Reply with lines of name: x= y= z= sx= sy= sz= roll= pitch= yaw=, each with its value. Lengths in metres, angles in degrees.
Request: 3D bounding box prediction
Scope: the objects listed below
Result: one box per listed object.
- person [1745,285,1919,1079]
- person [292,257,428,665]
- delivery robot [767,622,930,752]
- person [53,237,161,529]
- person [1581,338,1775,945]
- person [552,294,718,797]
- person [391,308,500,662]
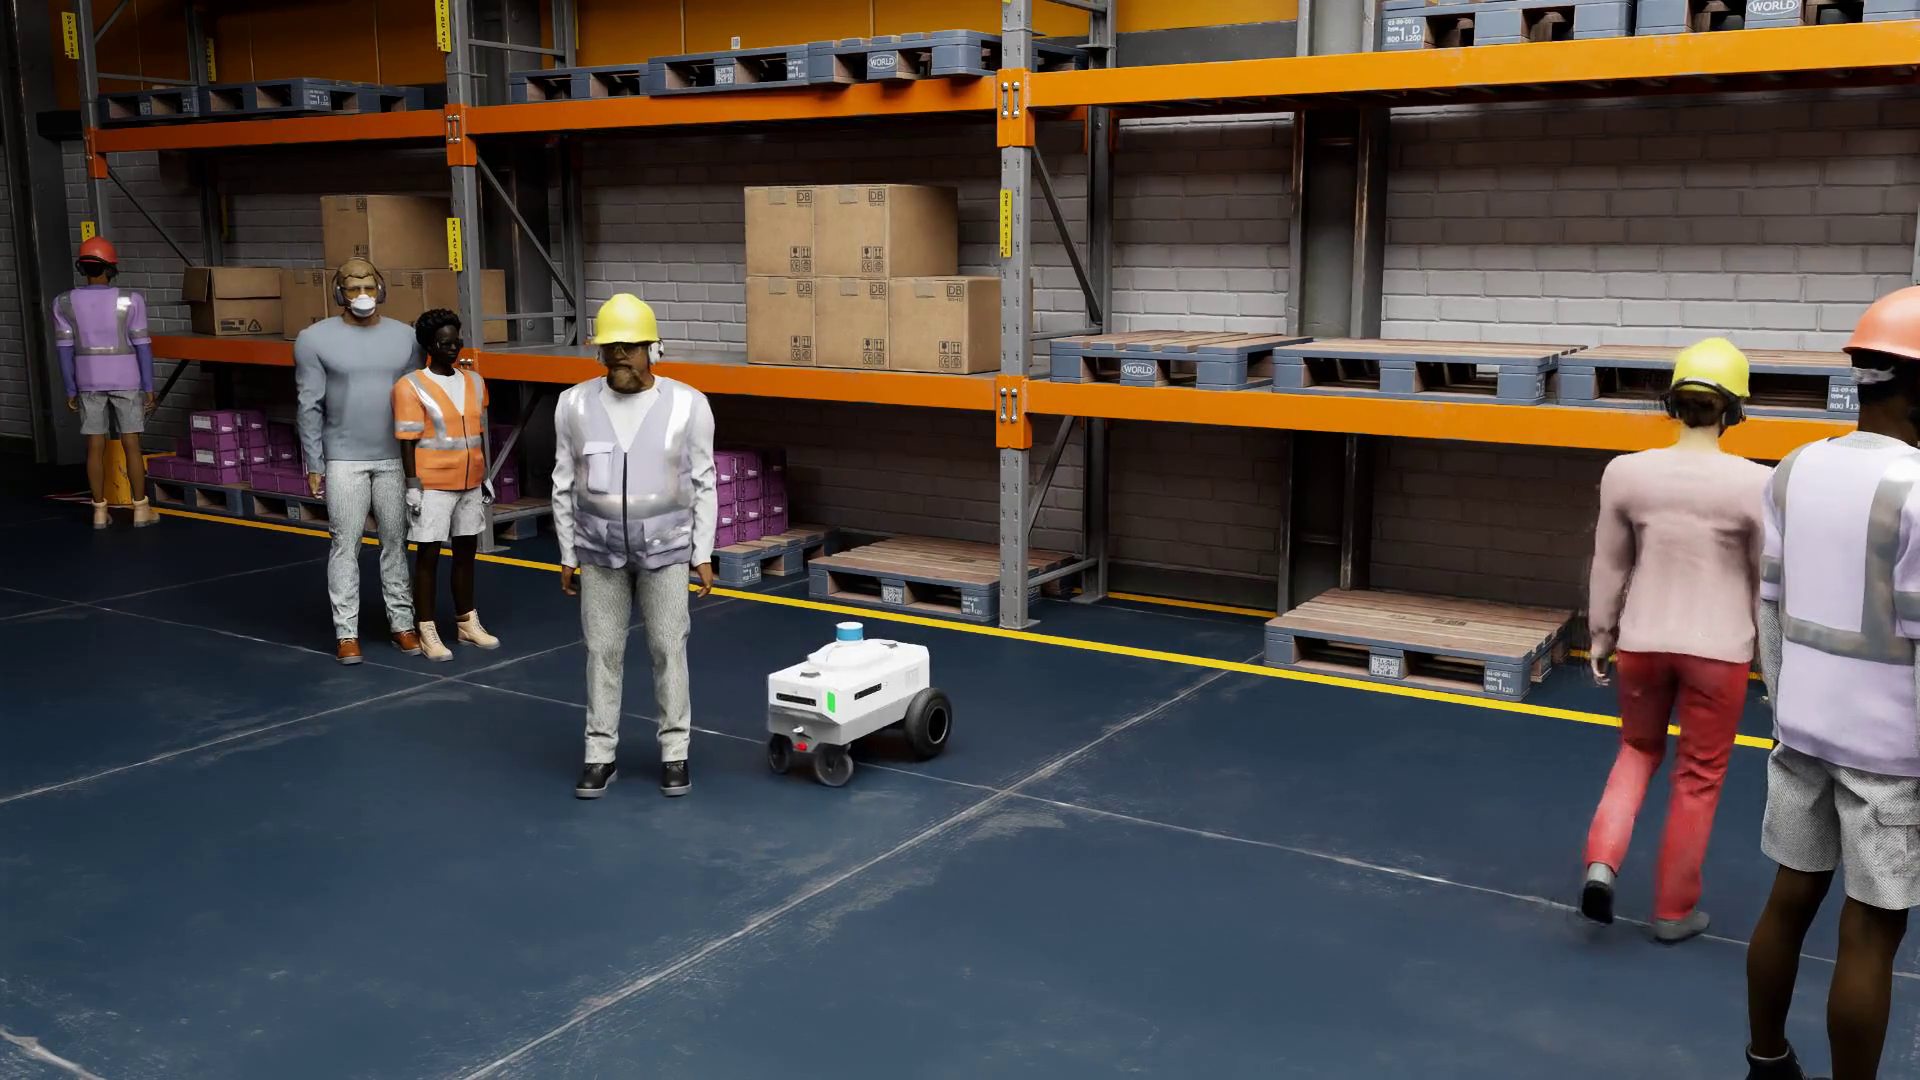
person: x=1.967 y=0.423 z=3.599 sx=0.372 sy=1.928 sz=0.543 roll=-2 pitch=10 yaw=-13
person: x=-2.847 y=-0.379 z=8.016 sx=0.630 sy=1.940 sz=0.372 roll=-7 pitch=12 yaw=-34
delivery robot: x=-0.421 y=0.560 z=6.385 sx=0.477 sy=0.478 sz=0.707 roll=6 pitch=12 yaw=31
person: x=-5.986 y=-1.096 z=11.698 sx=0.608 sy=2.044 sz=0.372 roll=-3 pitch=11 yaw=-14
person: x=2.042 y=0.310 z=4.701 sx=0.532 sy=1.753 sz=0.407 roll=10 pitch=14 yaw=44
person: x=-1.177 y=0.030 z=6.036 sx=0.591 sy=1.834 sz=0.404 roll=0 pitch=10 yaw=-2
person: x=-2.490 y=-0.271 z=8.084 sx=0.316 sy=1.696 sz=0.540 roll=6 pitch=12 yaw=32
